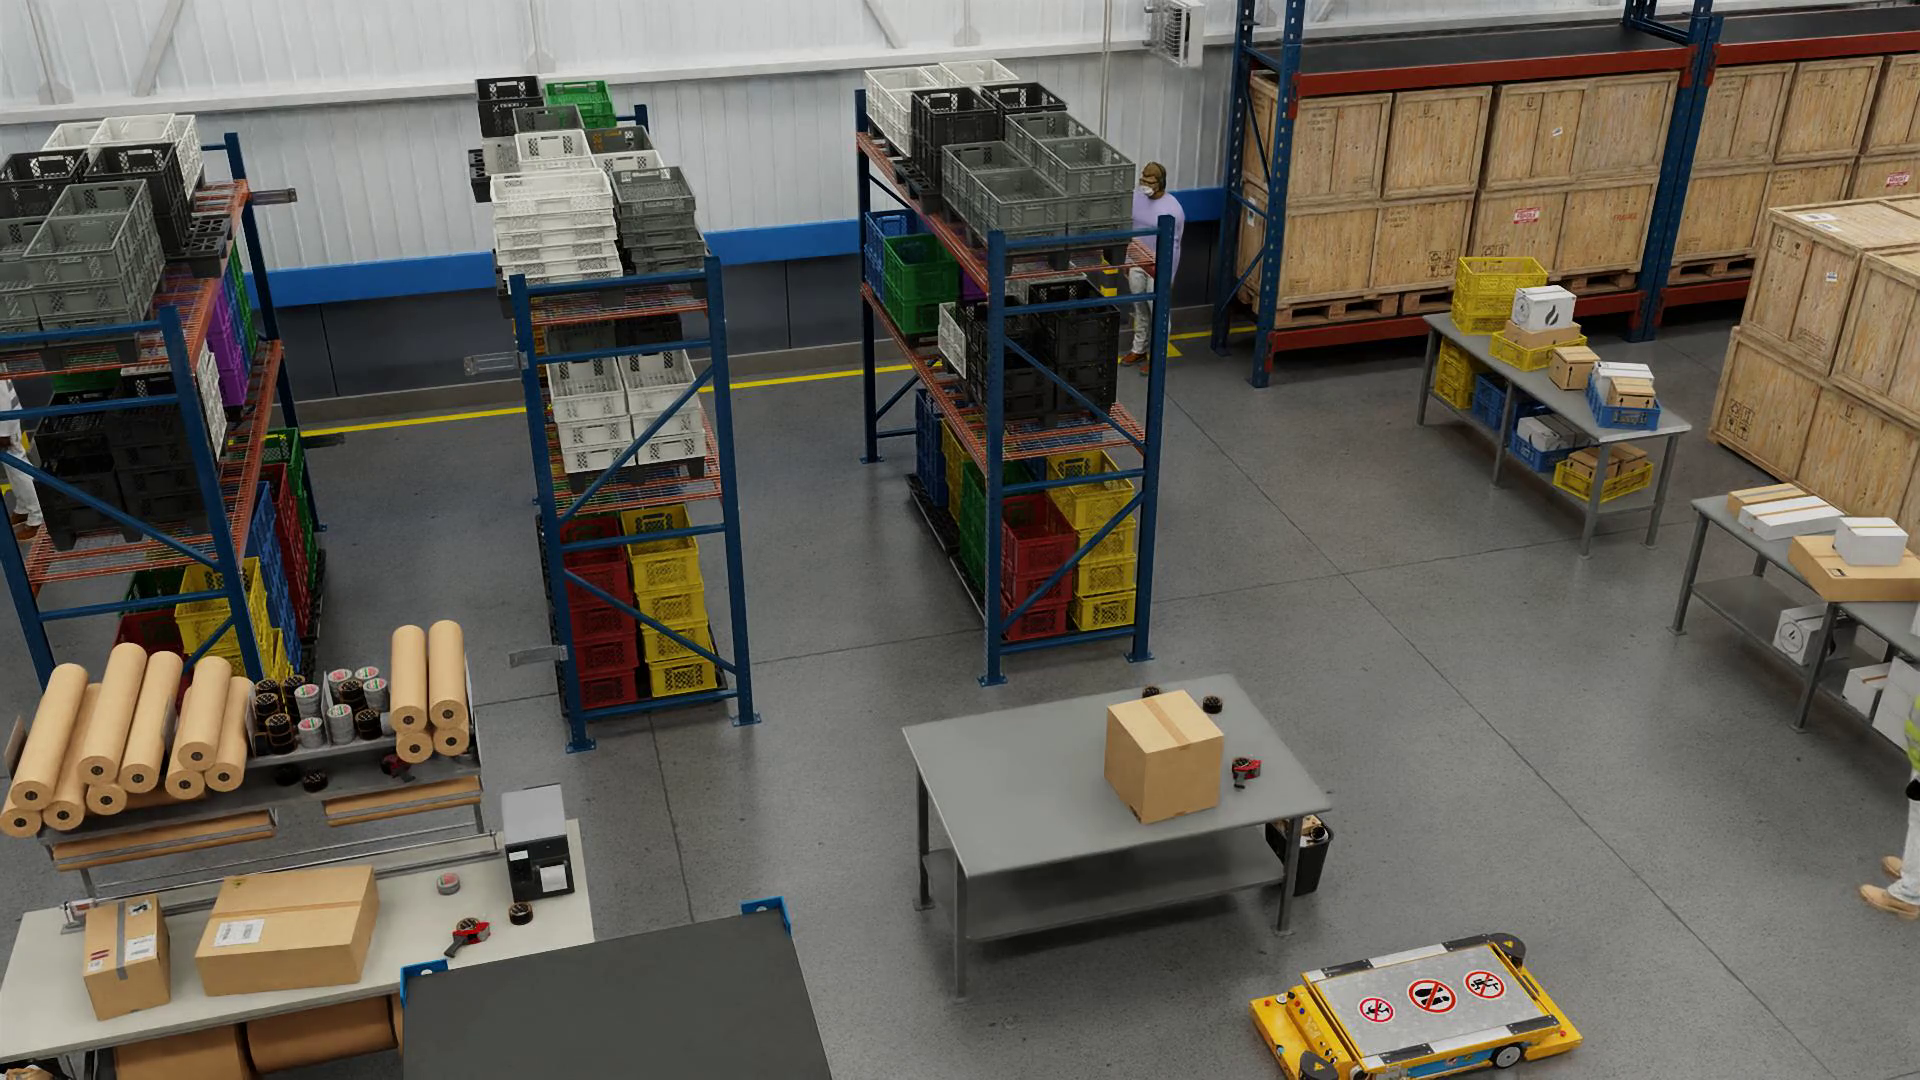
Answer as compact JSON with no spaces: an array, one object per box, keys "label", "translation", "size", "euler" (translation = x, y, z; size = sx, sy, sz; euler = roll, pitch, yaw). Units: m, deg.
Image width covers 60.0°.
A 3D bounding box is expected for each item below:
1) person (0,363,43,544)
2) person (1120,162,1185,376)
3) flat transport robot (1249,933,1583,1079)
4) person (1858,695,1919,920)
[{"label":"person","translation":[-7.000,-0.882,12.072],"size":[0.354,1.887,0.573],"euler":[-21,35,-34]},{"label":"person","translation":[1.710,-2.432,14.850],"size":[0.374,1.933,0.625],"euler":[-20,35,-32]},{"label":"flat transport robot","translation":[2.184,2.282,7.980],"size":[1.431,0.197,0.652],"euler":[-8,30,-14]},{"label":"person","translation":[5.035,1.109,8.496],"size":[0.624,1.844,0.430],"euler":[-22,36,-35]}]
